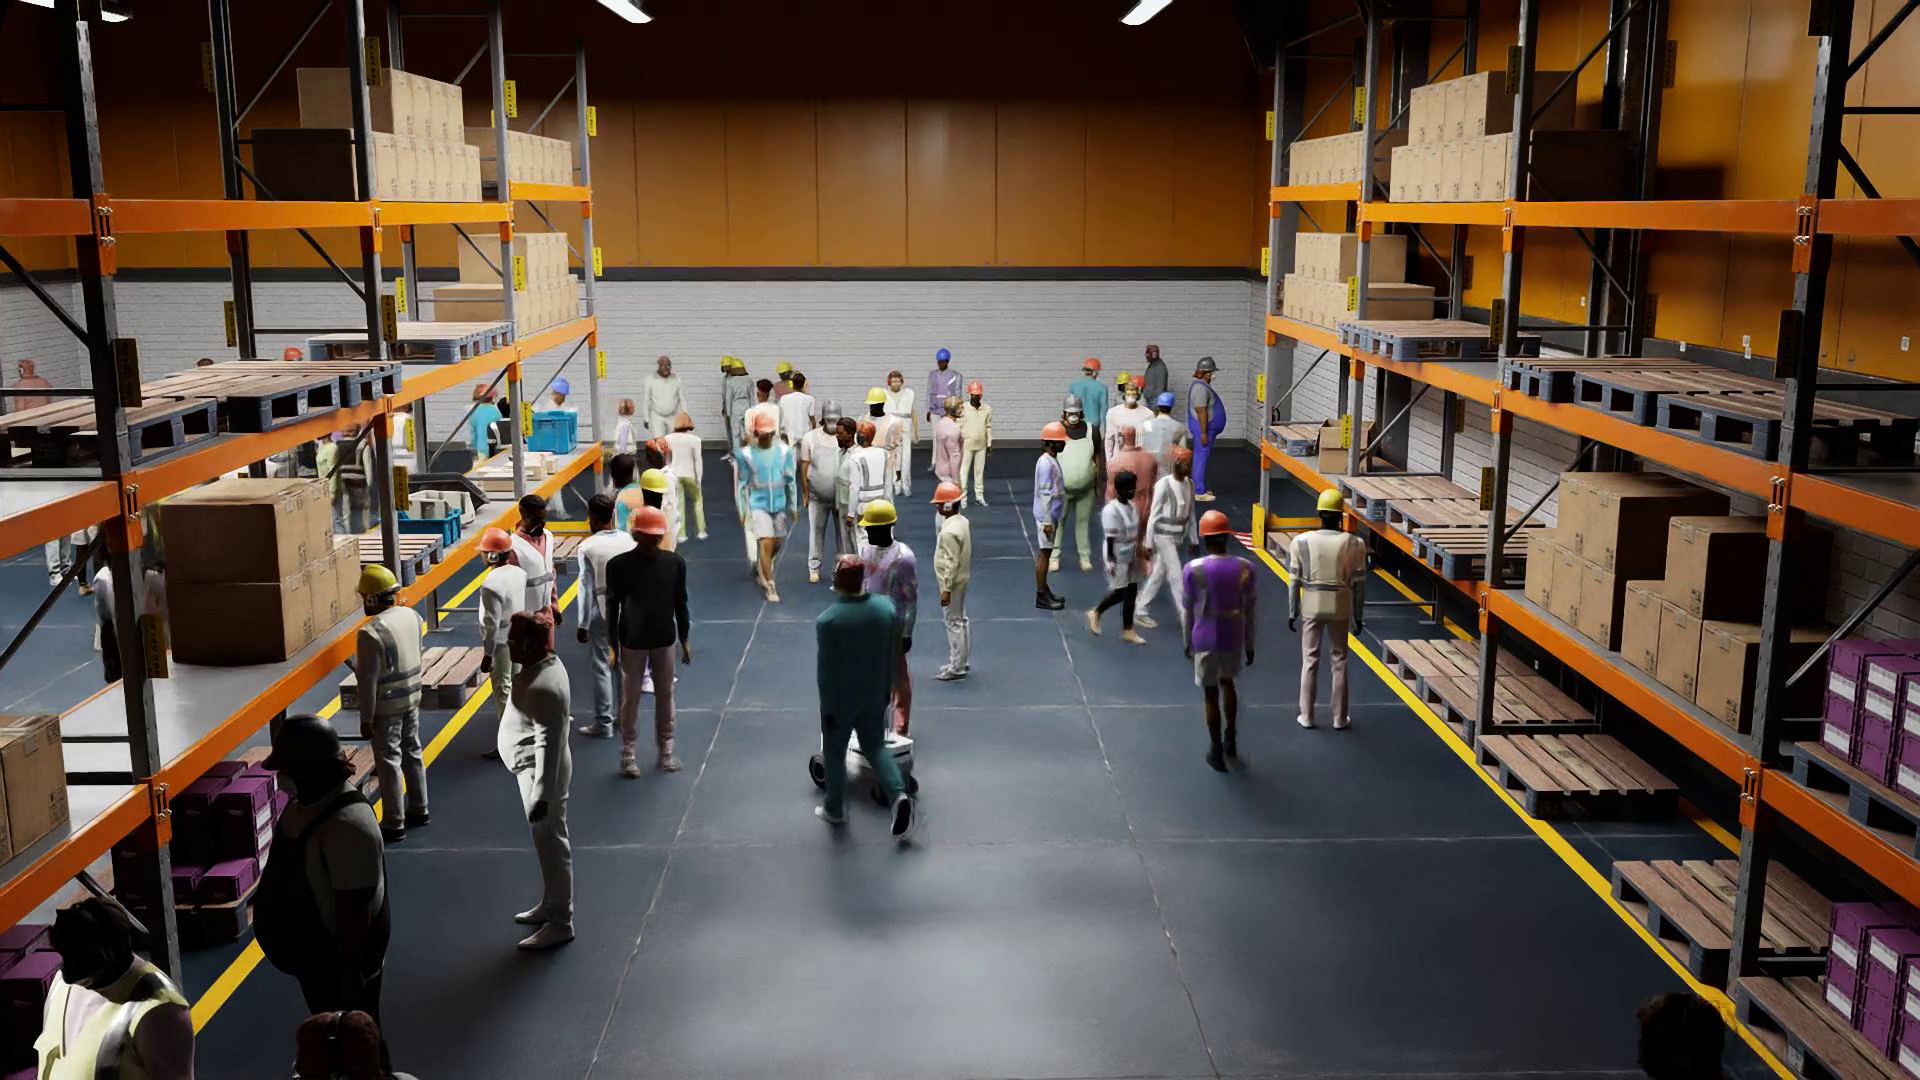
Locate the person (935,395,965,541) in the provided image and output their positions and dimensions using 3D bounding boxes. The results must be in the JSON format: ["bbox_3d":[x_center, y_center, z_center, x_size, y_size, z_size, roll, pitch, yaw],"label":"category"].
[{"bbox_3d":[-0.111,-0.746,19.629,0.371,1.939,0.629,-3,12,-13],"label":"person"}]

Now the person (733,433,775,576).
[{"bbox_3d":[-2.268,-0.398,18.703,0.509,1.610,0.651,-3,12,-16],"label":"person"}]

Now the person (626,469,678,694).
[{"bbox_3d":[-2.631,0.338,14.231,0.384,1.923,0.590,3,12,13],"label":"person"}]

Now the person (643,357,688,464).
[{"bbox_3d":[-4.487,-1.866,25.443,0.663,1.855,1.025,-4,12,-21],"label":"person"}]

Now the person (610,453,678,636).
[{"bbox_3d":[-2.995,0.135,15.311,0.672,1.896,0.610,2,11,8],"label":"person"}]

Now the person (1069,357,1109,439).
[{"bbox_3d":[1.833,-1.674,24.302,0.657,1.953,0.891,5,12,24],"label":"person"}]

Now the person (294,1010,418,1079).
[{"bbox_3d":[-1.698,2.238,4.772,0.400,1.899,0.646,0,11,0],"label":"person"}]

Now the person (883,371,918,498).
[{"bbox_3d":[-0.885,-1.504,23.719,0.612,1.813,0.732,-1,11,-7],"label":"person"}]

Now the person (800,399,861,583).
[{"bbox_3d":[-1.417,-0.536,18.318,0.683,2.000,0.536,-2,11,-10],"label":"person"}]

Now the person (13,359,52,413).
[{"bbox_3d":[-13.726,-1.723,24.609,0.403,1.906,0.652,3,12,15],"label":"person"}]

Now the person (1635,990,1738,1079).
[{"bbox_3d":[2.114,2.230,5.024,0.505,1.817,0.633,4,12,18],"label":"person"}]

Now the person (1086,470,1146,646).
[{"bbox_3d":[1.498,0.163,15.689,0.488,1.678,0.543,9,14,37],"label":"person"}]

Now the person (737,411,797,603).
[{"bbox_3d":[-2.061,-0.391,17.678,0.622,2.015,0.897,-5,12,-22],"label":"person"}]

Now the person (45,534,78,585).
[{"bbox_3d":[-9.883,-0.376,18.269,0.306,1.742,0.494,0,11,0],"label":"person"}]

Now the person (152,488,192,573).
[{"bbox_3d":[-8.013,-0.043,16.775,0.568,1.667,0.539,2,11,9],"label":"person"}]

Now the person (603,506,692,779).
[{"bbox_3d":[-2.259,0.741,12.085,0.643,1.983,0.441,-5,12,-25],"label":"person"}]

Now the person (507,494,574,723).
[{"bbox_3d":[-3.366,0.573,13.111,0.414,1.907,0.593,4,12,17],"label":"person"}]

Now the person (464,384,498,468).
[{"bbox_3d":[-6.827,-1.429,23.850,0.508,1.619,0.386,-3,12,-14],"label":"person"}]

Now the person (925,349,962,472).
[{"bbox_3d":[-0.263,-2.006,25.957,0.612,1.944,0.419,5,12,22],"label":"person"}]

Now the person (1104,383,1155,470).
[{"bbox_3d":[2.134,-1.011,20.959,0.632,1.940,0.372,1,11,4],"label":"person"}]

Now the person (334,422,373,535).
[{"bbox_3d":[-7.298,-0.657,20.005,0.536,1.592,0.777,0,11,-2],"label":"person"}]

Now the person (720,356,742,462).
[{"bbox_3d":[-3.760,-2.144,27.161,0.323,1.737,0.486,-7,13,-32],"label":"person"}]

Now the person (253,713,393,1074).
[{"bbox_3d":[-2.717,1.702,7.096,0.536,2.000,0.684,-9,14,-37],"label":"person"}]

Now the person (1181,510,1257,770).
[{"bbox_3d":[1.888,0.726,12.304,0.539,1.911,0.580,-2,11,-9],"label":"person"}]

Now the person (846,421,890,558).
[{"bbox_3d":[-0.989,-0.333,17.698,0.355,1.885,0.576,9,14,37],"label":"person"}]

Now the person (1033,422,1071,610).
[{"bbox_3d":[0.947,-0.259,17.190,0.377,1.938,0.547,2,11,9],"label":"person"}]

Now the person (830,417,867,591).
[{"bbox_3d":[-1.145,-0.362,17.757,0.386,1.918,0.590,-7,13,-31],"label":"person"}]

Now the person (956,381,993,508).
[{"bbox_3d":[0.200,-1.322,22.979,0.560,1.753,0.327,-5,12,-23],"label":"person"}]

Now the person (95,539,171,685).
[{"bbox_3d":[-5.792,0.825,11.889,0.675,1.897,0.998,2,11,11],"label":"person"}]

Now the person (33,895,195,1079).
[{"bbox_3d":[-2.880,2.087,5.685,0.623,1.839,0.429,6,13,28],"label":"person"}]

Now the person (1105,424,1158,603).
[{"bbox_3d":[1.802,-0.265,17.373,0.654,1.885,0.479,-10,15,-40],"label":"person"}]
